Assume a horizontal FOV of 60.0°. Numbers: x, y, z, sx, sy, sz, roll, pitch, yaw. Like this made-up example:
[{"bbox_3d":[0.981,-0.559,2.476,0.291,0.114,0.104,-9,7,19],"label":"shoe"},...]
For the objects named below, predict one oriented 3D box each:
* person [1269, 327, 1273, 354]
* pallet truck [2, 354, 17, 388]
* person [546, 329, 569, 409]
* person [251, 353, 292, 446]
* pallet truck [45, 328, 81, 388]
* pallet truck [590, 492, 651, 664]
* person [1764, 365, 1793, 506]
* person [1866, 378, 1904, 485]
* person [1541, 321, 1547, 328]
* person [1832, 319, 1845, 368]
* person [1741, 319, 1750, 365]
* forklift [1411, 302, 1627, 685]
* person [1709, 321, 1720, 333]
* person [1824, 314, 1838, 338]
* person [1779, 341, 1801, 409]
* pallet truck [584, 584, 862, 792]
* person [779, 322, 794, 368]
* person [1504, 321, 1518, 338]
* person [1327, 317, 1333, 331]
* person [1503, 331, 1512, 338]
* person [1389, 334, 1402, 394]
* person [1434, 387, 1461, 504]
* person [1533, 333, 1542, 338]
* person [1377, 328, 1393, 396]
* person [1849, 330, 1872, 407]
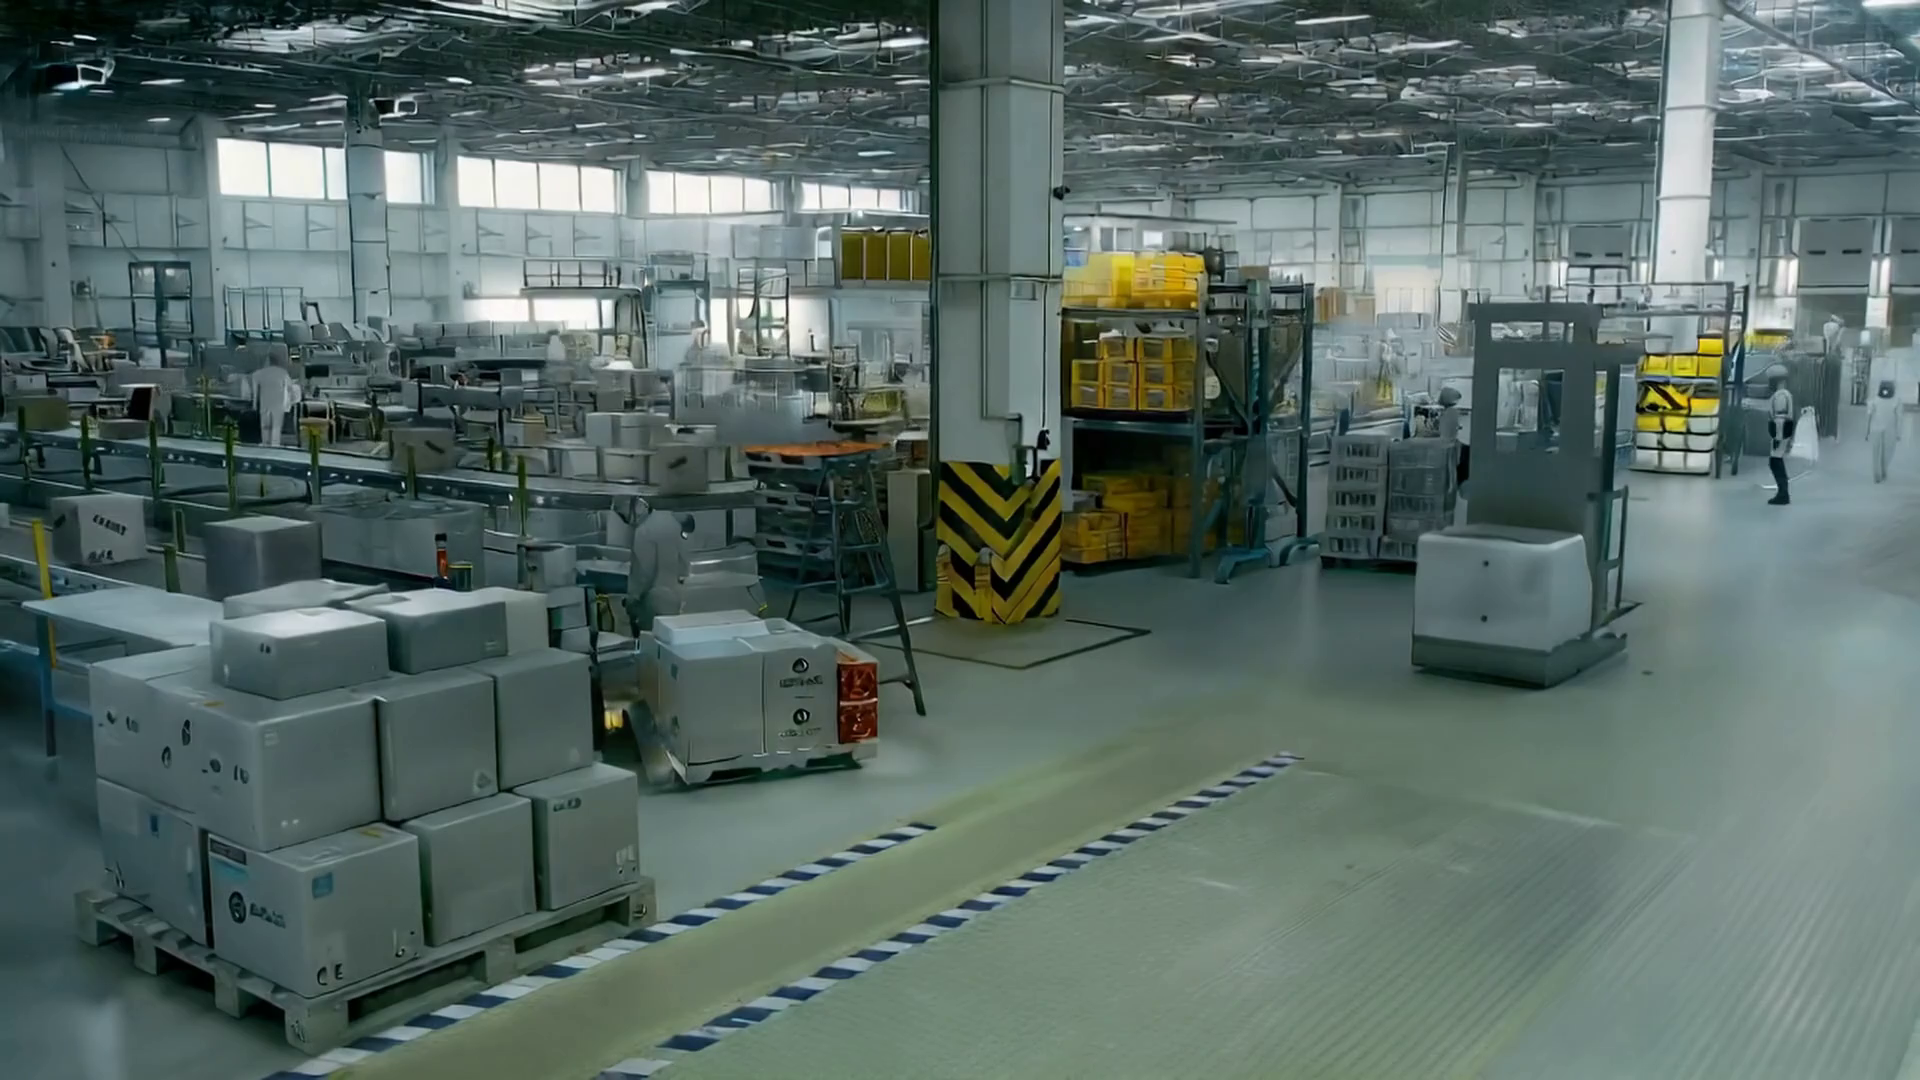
[{"bbox_3d":[12.729,-8.293,69.055,0.551,1.918,0.738,3,9,22],"label":"person"},{"bbox_3d":[-24.881,-4.417,42.634,1.885,1.965,0.823,8,11,41],"label":"pallet truck"},{"bbox_3d":[-9.956,-4.218,41.255,0.609,2.014,0.831,-7,11,-39],"label":"person"},{"bbox_3d":[-11.907,-2.302,28.828,0.651,1.861,0.944,-3,9,-16],"label":"person"},{"bbox_3d":[-23.775,-4.544,43.495,1.885,1.965,0.823,6,10,35],"label":"pallet truck"},{"bbox_3d":[-3.115,0.344,12.883,0.653,1.274,1.630,7,11,37],"label":"pallet truck"},{"bbox_3d":[11.200,-1.429,22.790,0.445,1.914,0.617,5,10,30],"label":"person"},{"bbox_3d":[14.036,-1.653,25.268,0.512,1.614,0.503,4,9,25],"label":"person"},{"bbox_3d":[24.275,-8.257,69.034,0.429,1.846,0.633,-4,9,-24],"label":"person"},{"bbox_3d":[34.023,-7.609,64.427,0.381,1.917,0.585,8,11,41],"label":"person"},{"bbox_3d":[31.856,-8.060,67.673,0.506,1.859,0.513,4,9,24],"label":"person"},{"bbox_3d":[4.379,-0.438,12.852,1.129,2.768,1.873,7,11,37],"label":"forklift"},{"bbox_3d":[26.342,-6.698,58.282,0.639,1.922,0.764,-8,12,-43],"label":"person"},{"bbox_3d":[37.668,-8.754,71.887,0.622,1.989,0.399,5,10,31],"label":"person"},{"bbox_3d":[17.264,-3.181,34.577,0.542,1.917,0.630,-3,9,-19],"label":"person"},{"bbox_3d":[-1.426,0.805,10.019,1.601,1.201,0.680,-4,9,-26],"label":"pallet truck"},{"bbox_3d":[-6.734,-7.558,64.460,0.953,1.793,0.535,5,10,32],"label":"person"},{"bbox_3d":[25.107,-9.317,75.825,0.605,1.950,0.380,3,9,18],"label":"person"},{"bbox_3d":[16.153,-8.786,72.492,0.359,1.879,0.589,1,9,10],"label":"person"},{"bbox_3d":[16.945,-5.618,51.584,0.307,1.745,0.484,0,8,3],"label":"person"},{"bbox_3d":[12.417,-5.009,47.444,0.541,1.745,0.549,5,10,29],"label":"person"},{"bbox_3d":[6.592,-1.242,22.464,0.278,1.631,0.498,2,9,12],"label":"person"},{"bbox_3d":[15.823,-4.770,45.629,0.963,1.814,0.520,6,10,36],"label":"person"},{"bbox_3d":[11.987,-5.019,46.961,0.590,1.919,0.396,-7,11,-37],"label":"person"},{"bbox_3d":[23.029,-4.374,42.479,0.601,1.958,0.380,-3,9,-17],"label":"person"}]
